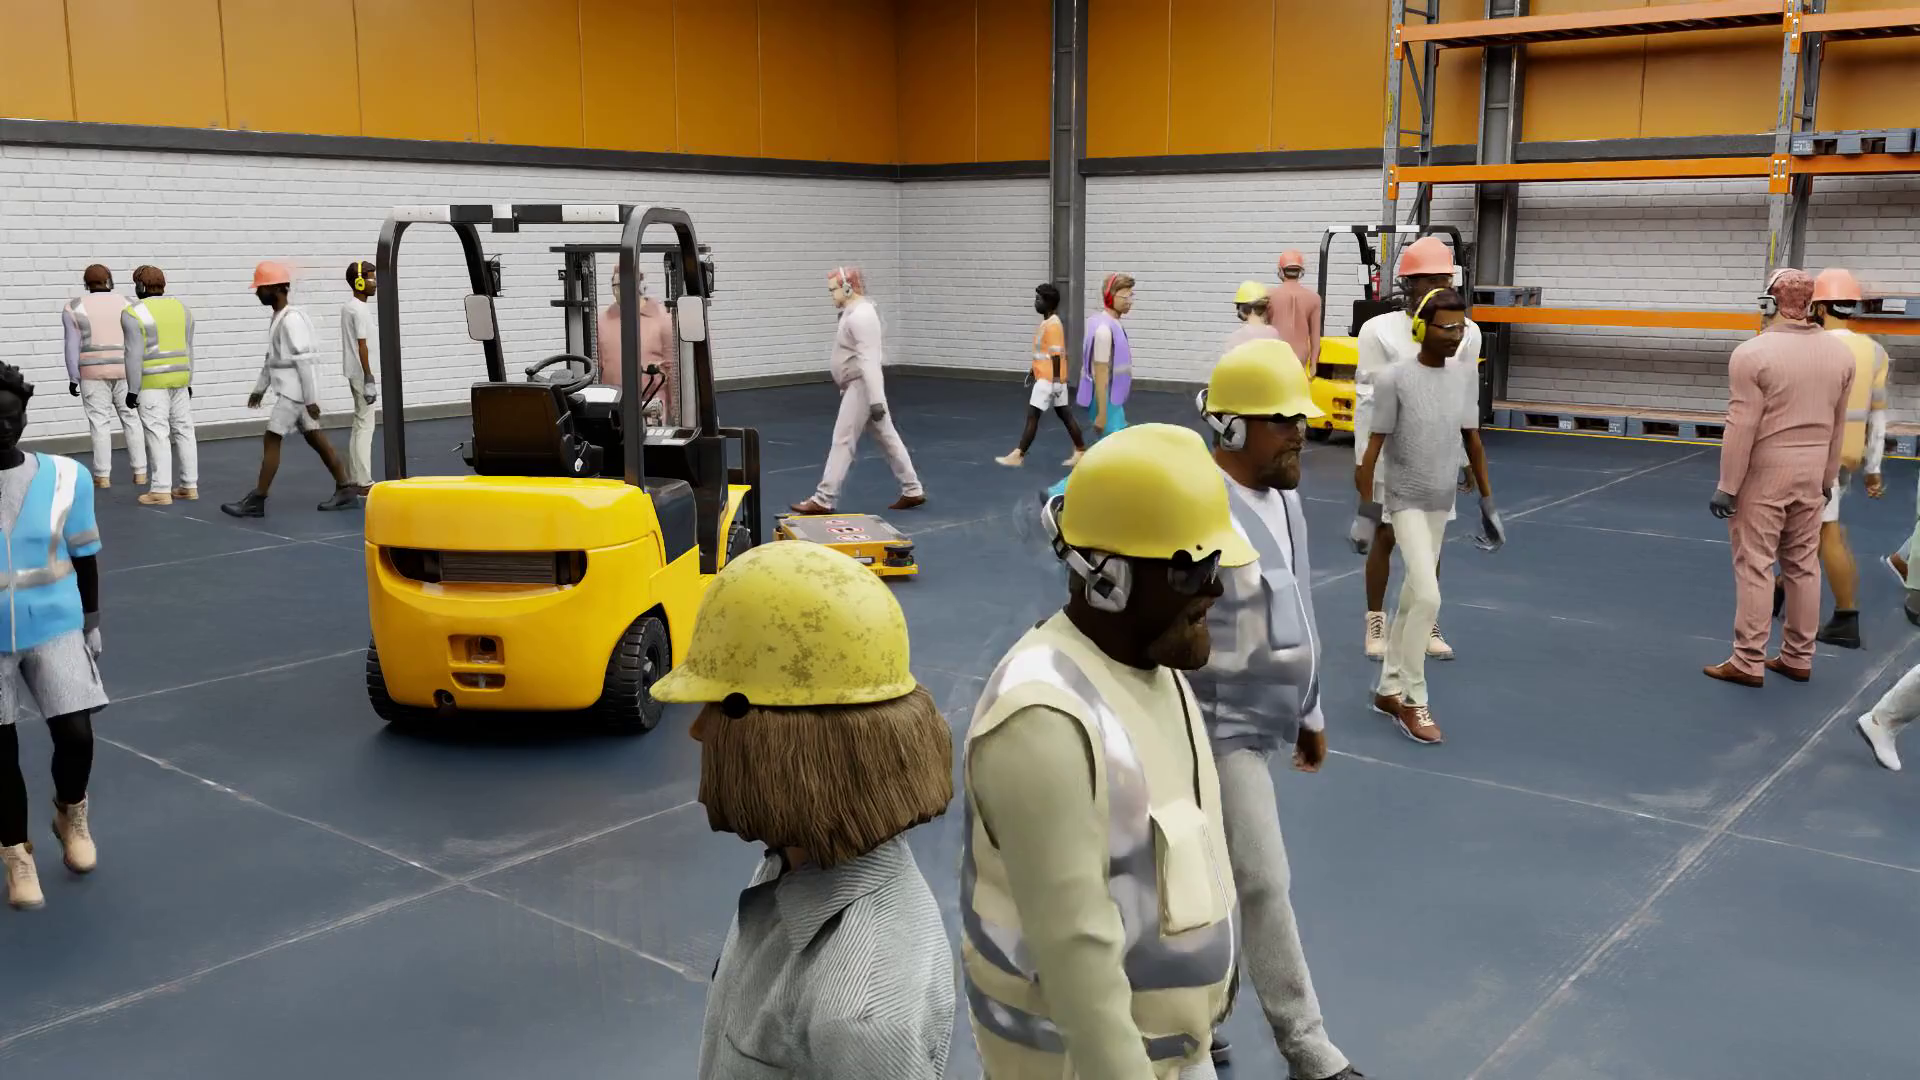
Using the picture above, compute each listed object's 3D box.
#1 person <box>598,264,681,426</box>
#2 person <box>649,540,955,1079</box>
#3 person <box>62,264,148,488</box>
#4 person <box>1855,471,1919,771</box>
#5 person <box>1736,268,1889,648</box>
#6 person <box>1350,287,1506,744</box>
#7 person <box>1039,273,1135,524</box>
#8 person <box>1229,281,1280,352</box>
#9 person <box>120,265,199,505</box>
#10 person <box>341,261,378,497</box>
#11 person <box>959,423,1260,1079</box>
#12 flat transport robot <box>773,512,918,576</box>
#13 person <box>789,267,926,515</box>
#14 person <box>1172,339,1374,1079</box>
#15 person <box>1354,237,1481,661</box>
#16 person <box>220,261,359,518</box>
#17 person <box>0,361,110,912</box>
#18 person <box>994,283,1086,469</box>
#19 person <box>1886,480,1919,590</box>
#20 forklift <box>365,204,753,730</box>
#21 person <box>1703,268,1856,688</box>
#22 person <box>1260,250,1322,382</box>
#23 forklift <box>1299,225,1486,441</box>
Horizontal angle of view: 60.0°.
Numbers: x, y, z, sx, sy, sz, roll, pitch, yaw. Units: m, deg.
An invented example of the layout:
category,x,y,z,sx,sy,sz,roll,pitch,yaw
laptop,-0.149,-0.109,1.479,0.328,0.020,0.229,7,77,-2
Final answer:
category,x,y,z,sx,sy,sz,roll,pitch,yaw
person,-2.151,-0.866,10.912,0.664,1.889,0.446,3,11,15
person,-0.154,0.860,1.759,0.295,1.744,0.492,-2,11,-13
person,-7.050,-1.352,13.754,0.624,1.840,0.430,-8,13,-37
person,3.644,0.149,6.077,0.523,1.611,0.801,-4,11,-21
person,4.403,-0.447,8.604,0.557,1.881,0.996,-3,11,-18
person,1.957,-0.101,6.823,0.557,1.839,0.714,-6,12,-29
person,0.942,-0.917,11.419,0.685,1.816,0.578,2,10,10
person,2.131,-0.969,11.886,0.532,1.754,0.579,-9,13,-40
person,-6.202,-1.195,12.870,0.430,1.845,0.624,4,11,23
person,-4.743,-1.276,13.249,0.310,1.868,0.533,-6,12,-29
person,0.173,0.706,2.497,0.890,1.787,0.571,6,12,28
flat transport robot,-0.750,0.016,10.516,0.652,0.197,1.431,-3,11,-15
person,-0.734,-1.098,12.352,1.032,1.843,0.703,-1,10,-3
person,0.755,0.440,3.912,0.855,1.798,0.625,6,12,32
person,2.209,-0.427,8.046,0.613,2.048,0.362,-1,10,-6
person,-4.970,-1.109,12.307,0.976,1.881,0.536,-5,11,-24
person,-2.877,0.298,5.049,0.534,1.683,0.358,-7,12,-32
person,0.769,-1.451,14.801,0.874,1.649,0.531,0,10,1
person,5.596,-0.430,9.338,0.556,1.590,0.812,-2,10,-12
forklift,-1.766,-0.406,7.525,1.214,2.155,2.313,1,10,7
person,3.723,-0.281,7.628,0.648,1.907,0.401,-3,11,-16
person,3.007,-1.692,15.364,0.623,1.945,1.021,-1,10,-8
forklift,4.449,-2.115,16.993,1.214,2.155,2.313,8,13,38
